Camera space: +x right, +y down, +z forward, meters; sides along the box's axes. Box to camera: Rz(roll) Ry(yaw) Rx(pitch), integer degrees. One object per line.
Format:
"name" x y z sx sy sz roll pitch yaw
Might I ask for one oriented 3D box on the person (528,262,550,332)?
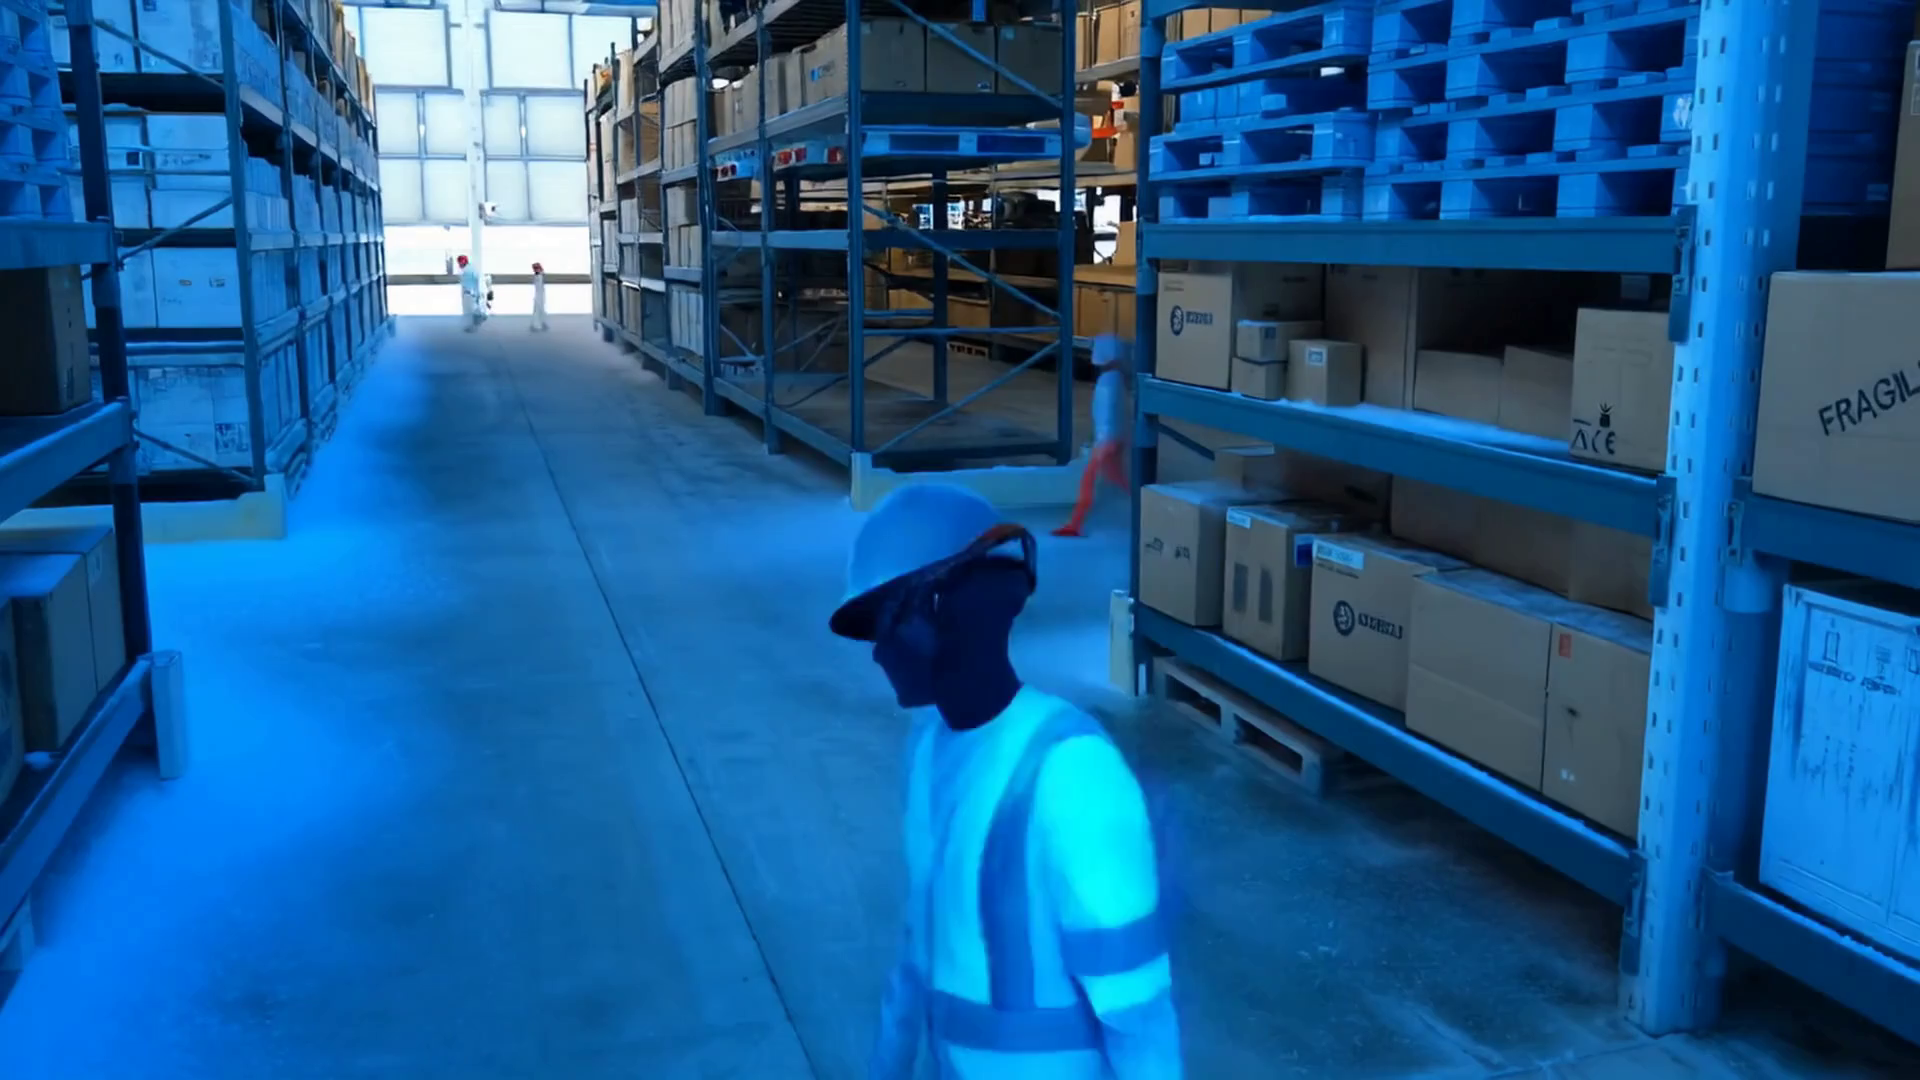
"person" -10.500 -6.013 41.196 0.667 1.716 0.498 -3 11 -14

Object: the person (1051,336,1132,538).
"person" 1.189 -0.788 12.919 0.855 1.593 0.518 2 11 11

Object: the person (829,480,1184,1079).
"person" 0.101 0.923 2.491 0.396 1.991 0.765 -5 12 -27

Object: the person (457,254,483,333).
"person" -12.068 -6.046 40.810 0.463 1.930 0.623 -3 11 -15

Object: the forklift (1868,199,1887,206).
"forklift" 11.338 -2.915 21.052 1.129 2.768 1.873 -3 11 -17

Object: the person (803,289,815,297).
"person" -3.364 -4.925 35.056 0.639 1.802 0.964 -3 11 -15
